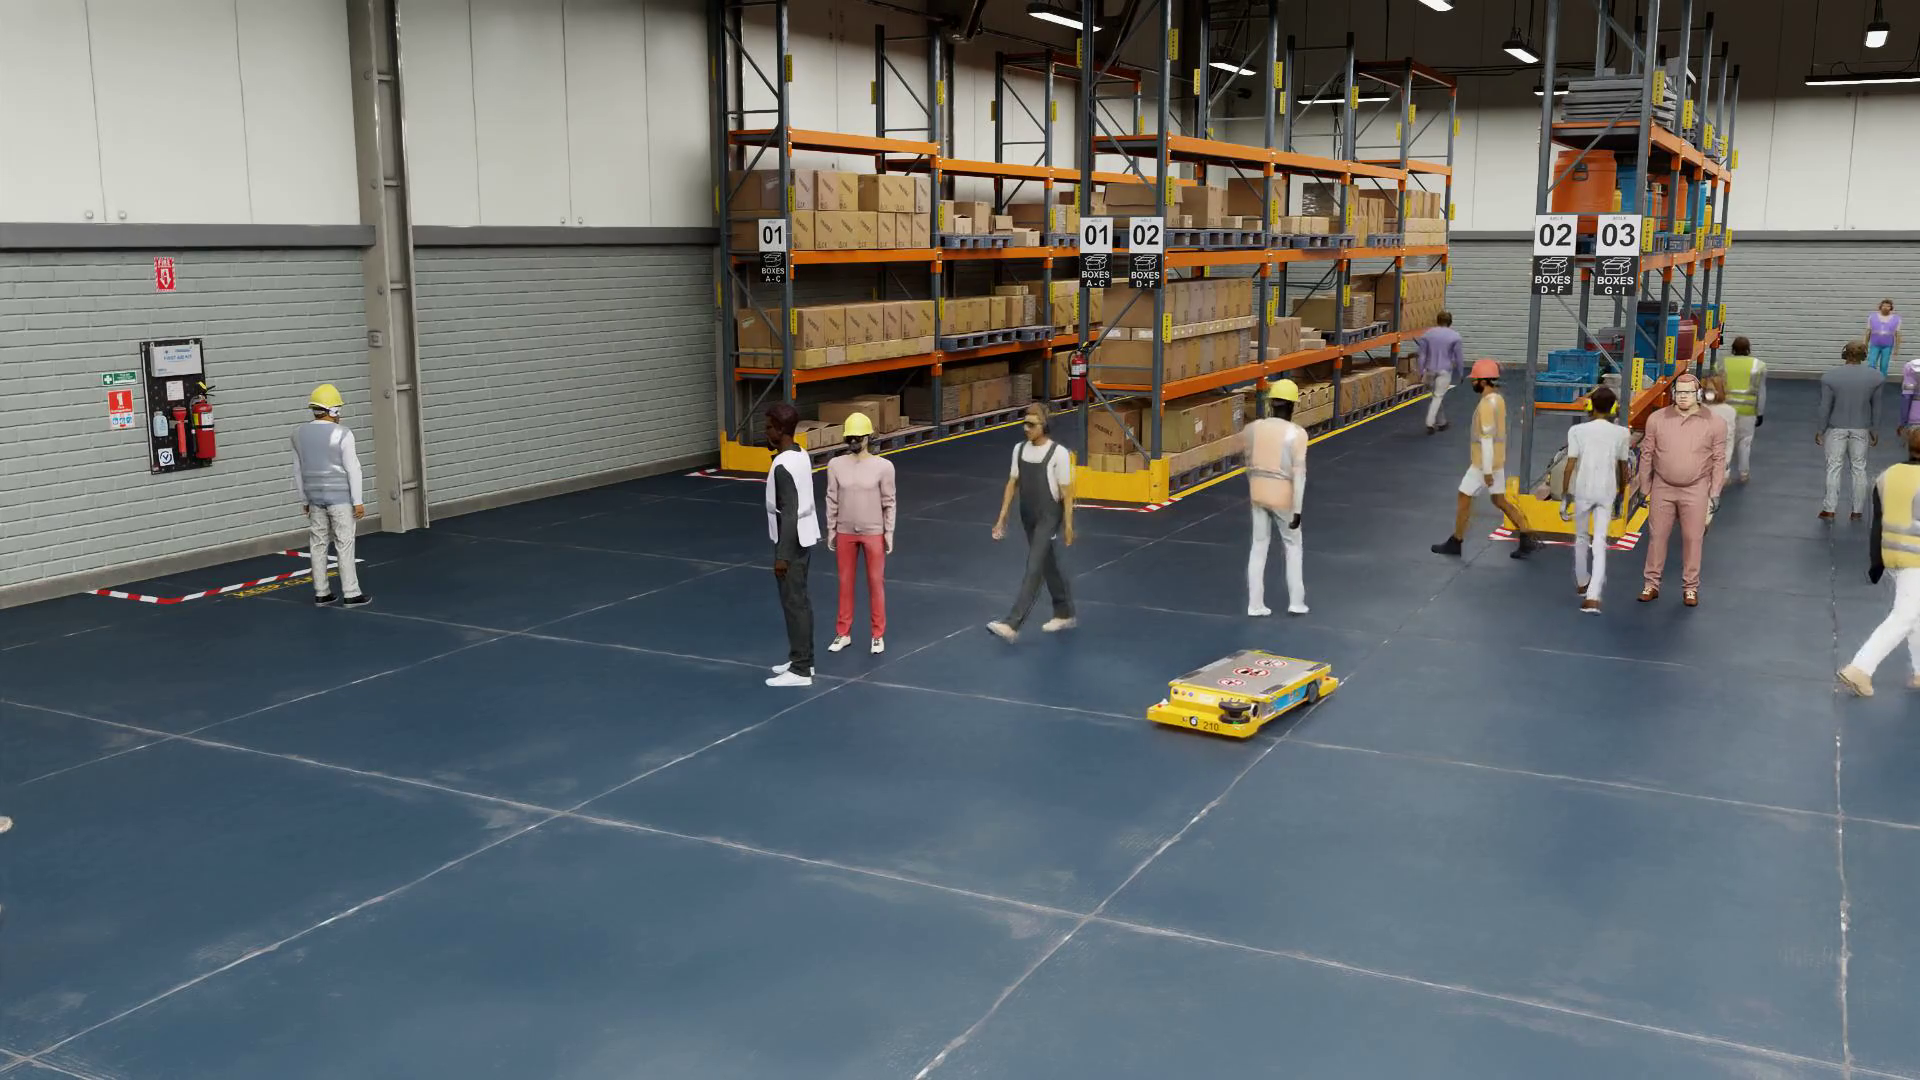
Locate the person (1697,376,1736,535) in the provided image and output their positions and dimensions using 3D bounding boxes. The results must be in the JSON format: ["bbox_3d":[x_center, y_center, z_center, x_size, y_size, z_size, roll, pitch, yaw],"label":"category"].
[{"bbox_3d":[7.586,-0.859,16.906,0.516,1.619,0.381,8,13,38],"label":"person"}]

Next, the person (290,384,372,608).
[{"bbox_3d":[-5.126,-0.354,13.583,0.591,1.833,0.403,3,11,14],"label":"person"}]

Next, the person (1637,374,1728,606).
[{"bbox_3d":[5.923,-0.410,13.690,0.655,1.906,0.407,6,12,29],"label":"person"}]

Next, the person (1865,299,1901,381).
[{"bbox_3d":[17.530,-3.661,31.634,0.598,1.819,0.689,7,13,35],"label":"person"}]

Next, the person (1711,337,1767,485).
[{"bbox_3d":[9.490,-1.578,20.333,0.651,1.807,0.792,6,12,29],"label":"person"}]

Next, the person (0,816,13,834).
[{"bbox_3d":[-5.135,0.593,8.042,0.632,1.973,0.800,9,14,40],"label":"person"}]

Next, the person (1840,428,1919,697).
[{"bbox_3d":[6.257,0.141,10.986,0.942,1.809,0.615,-2,10,-8],"label":"person"}]

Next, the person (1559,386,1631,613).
[{"bbox_3d":[5.178,-0.348,13.606,0.513,1.812,0.982,3,11,17],"label":"person"}]

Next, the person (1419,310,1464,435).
[{"bbox_3d":[7.365,-2.572,25.528,0.645,1.896,1.000,9,14,41],"label":"person"}]

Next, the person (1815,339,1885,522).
[{"bbox_3d":[9.451,-1.162,17.702,0.635,1.937,0.355,3,11,15],"label":"person"}]

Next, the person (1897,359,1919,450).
[{"bbox_3d":[10.679,-1.334,18.353,0.609,2.044,0.394,3,11,13],"label":"person"}]

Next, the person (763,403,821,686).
[{"bbox_3d":[-1.135,0.032,11.250,0.371,1.916,0.597,1,10,3],"label":"person"}]

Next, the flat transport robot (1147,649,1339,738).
[{"bbox_3d":[1.843,0.959,10.687,0.652,0.197,1.431,8,13,35],"label":"flat transport robot"}]

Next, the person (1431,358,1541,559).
[{"bbox_3d":[5.003,-0.754,15.619,0.973,1.903,0.563,7,12,33],"label":"person"}]

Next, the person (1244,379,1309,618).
[{"bbox_3d":[2.499,-0.324,13.238,0.604,1.899,0.592,8,13,38],"label":"person"}]

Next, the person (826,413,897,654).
[{"bbox_3d":[-0.723,-0.047,12.091,0.526,1.769,0.328,2,11,13],"label":"person"}]

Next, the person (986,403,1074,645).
[{"bbox_3d":[0.543,-0.129,12.462,1.007,1.781,0.530,-9,14,-42],"label":"person"}]
